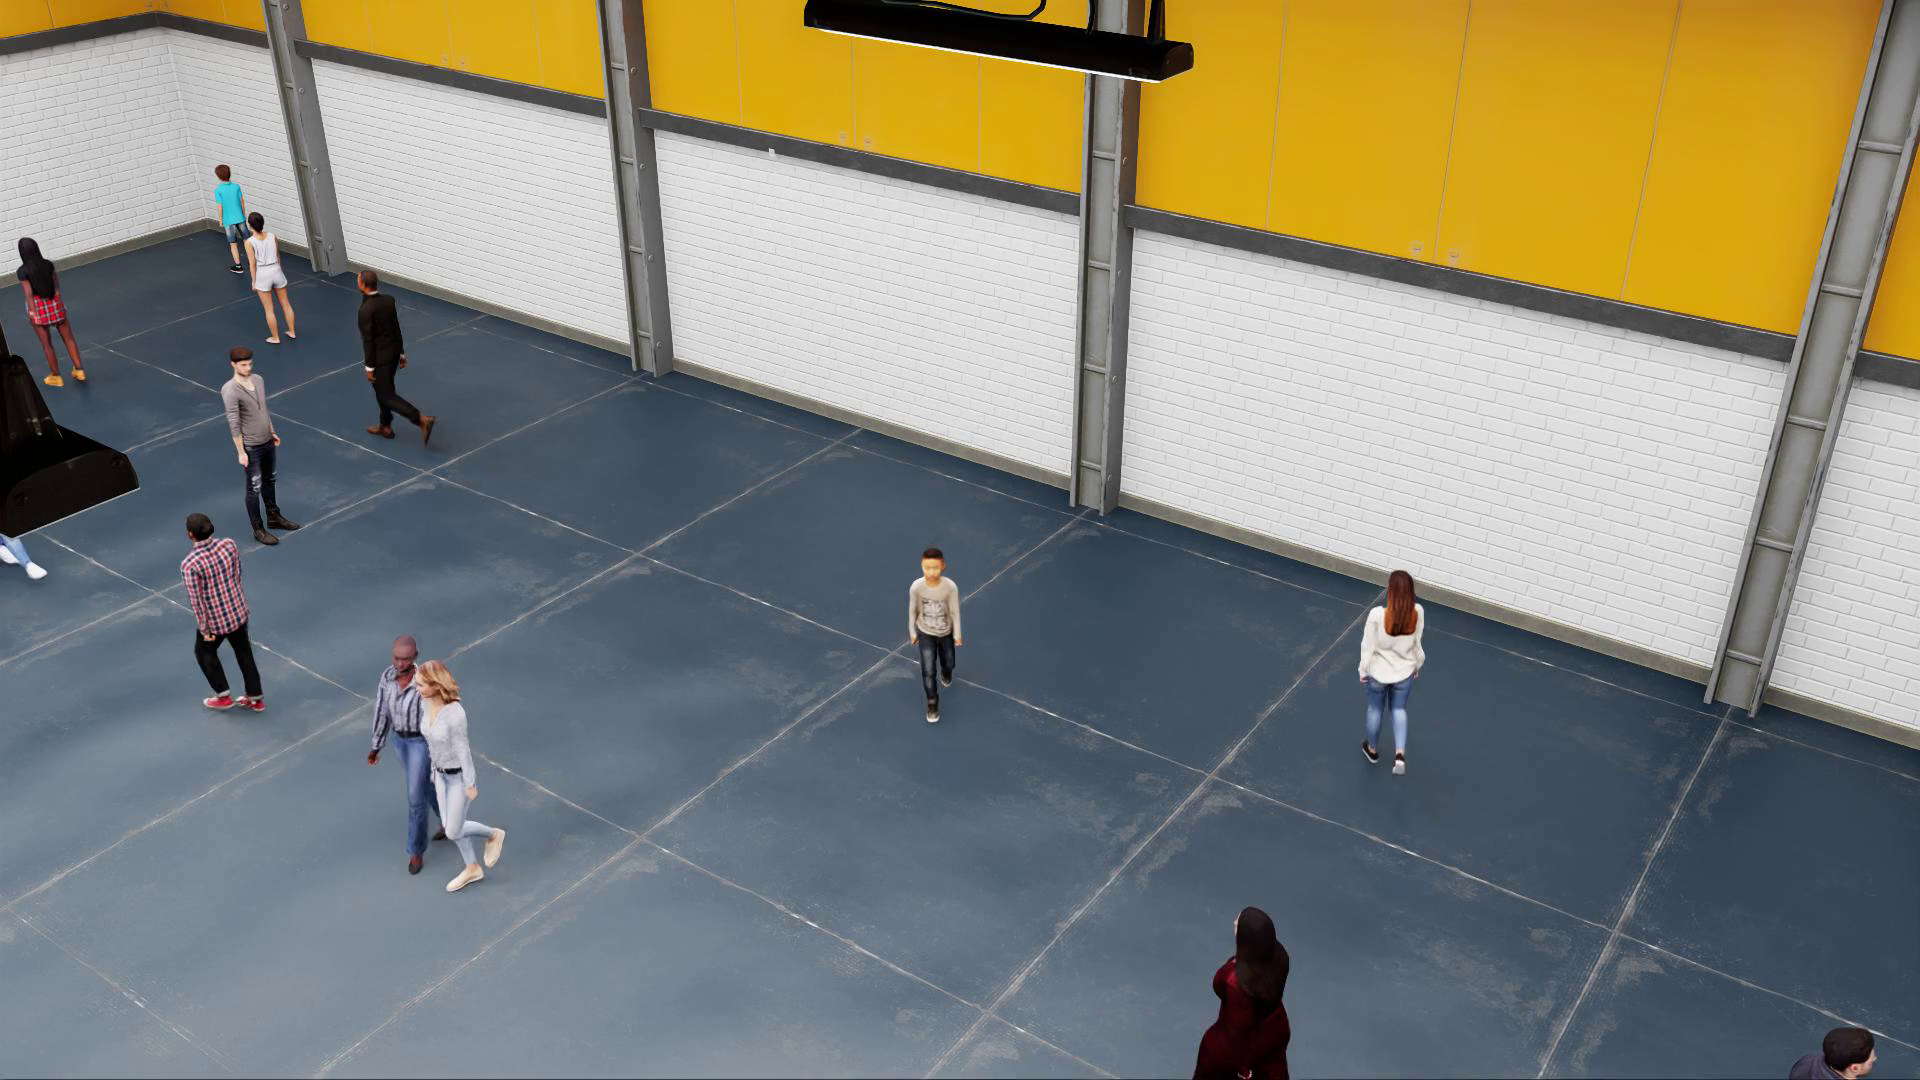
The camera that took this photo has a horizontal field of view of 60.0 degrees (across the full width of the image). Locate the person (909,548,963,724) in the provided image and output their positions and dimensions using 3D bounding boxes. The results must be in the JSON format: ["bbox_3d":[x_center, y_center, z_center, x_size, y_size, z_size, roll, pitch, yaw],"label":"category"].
[{"bbox_3d":[-0.184,0.683,13.032,0.871,1.449,0.892,-1,29,-2],"label":"person"}]

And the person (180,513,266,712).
[{"bbox_3d":[-5.672,0.589,12.890,0.710,1.749,0.697,17,33,29],"label":"person"}]

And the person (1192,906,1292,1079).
[{"bbox_3d":[1.644,2.744,8.984,1.124,1.707,0.745,23,36,36],"label":"person"}]

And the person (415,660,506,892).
[{"bbox_3d":[-3.300,1.551,11.101,0.681,1.774,0.717,23,36,35],"label":"person"}]

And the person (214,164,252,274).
[{"bbox_3d":[-9.675,-4.294,22.156,0.512,1.449,0.541,23,36,36],"label":"person"}]

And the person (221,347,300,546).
[{"bbox_3d":[-6.573,-0.910,15.481,0.696,1.901,0.748,8,30,14],"label":"person"}]

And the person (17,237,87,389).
[{"bbox_3d":[-10.248,-2.571,18.703,0.653,1.730,0.639,13,31,23],"label":"person"}]

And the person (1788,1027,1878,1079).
[{"bbox_3d":[4.116,3.109,8.121,0.756,1.893,0.760,3,29,5],"label":"person"}]

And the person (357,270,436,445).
[{"bbox_3d":[-5.905,-1.855,17.238,1.281,1.877,0.935,9,30,16],"label":"person"}]

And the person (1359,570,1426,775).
[{"bbox_3d":[3.183,1.009,12.195,0.939,1.679,0.964,-1,29,-2],"label":"person"}]

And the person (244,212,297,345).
[{"bbox_3d":[-8.262,-3.141,19.883,0.574,1.601,0.591,23,36,35],"label":"person"}]

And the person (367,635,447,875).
[{"bbox_3d":[-3.683,1.392,11.394,0.796,1.772,0.835,15,32,25],"label":"person"}]
